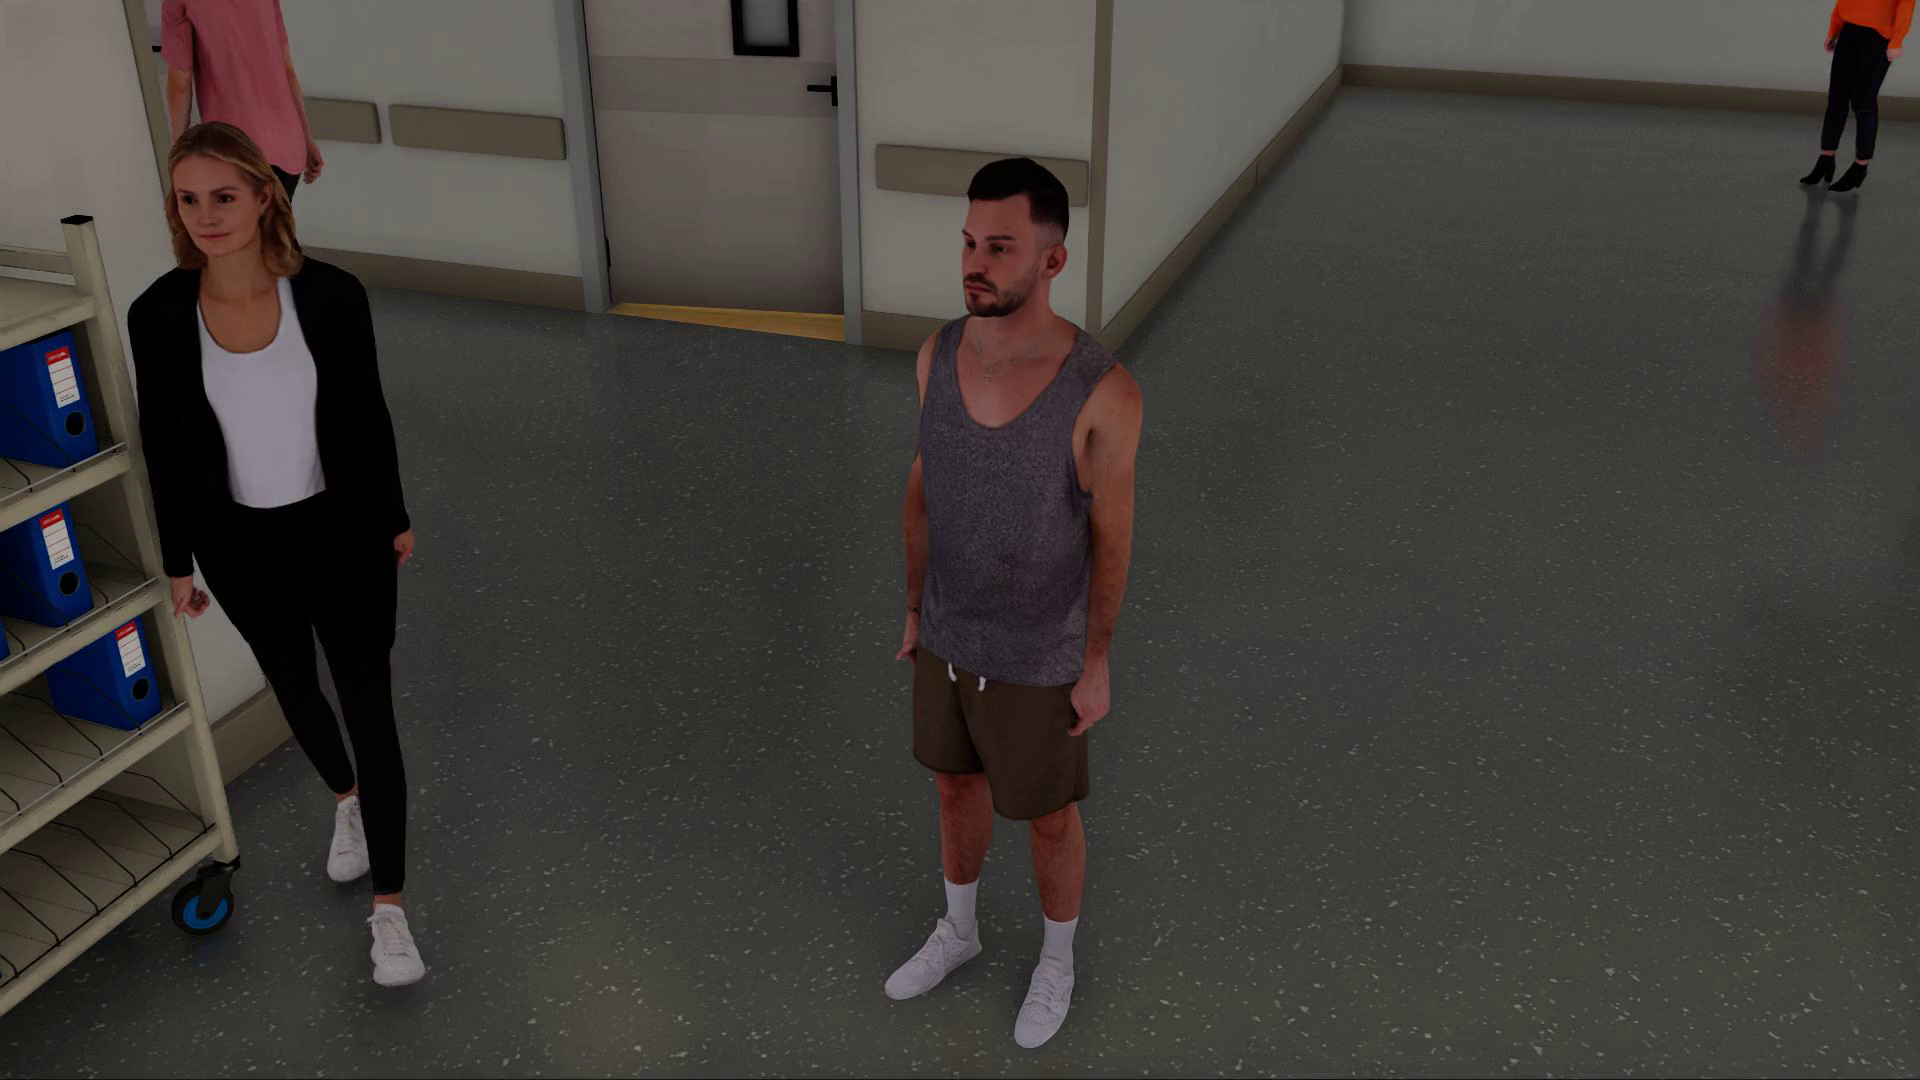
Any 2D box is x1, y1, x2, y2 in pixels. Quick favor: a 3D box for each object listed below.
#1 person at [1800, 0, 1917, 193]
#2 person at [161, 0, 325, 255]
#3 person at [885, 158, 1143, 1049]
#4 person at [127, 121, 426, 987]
[{"bbox_3d":[5.301,-2.905,9.642,0.782,1.745,0.691,-6,26,-13],"label":"person"},{"bbox_3d":[-2.664,-1.450,6.437,0.888,1.909,1.223,16,30,30],"label":"person"},{"bbox_3d":[0.099,0.161,3.256,0.673,1.846,0.634,15,29,28],"label":"person"},{"bbox_3d":[-1.424,0.000,3.589,0.975,1.769,1.126,-7,27,-14],"label":"person"}]
